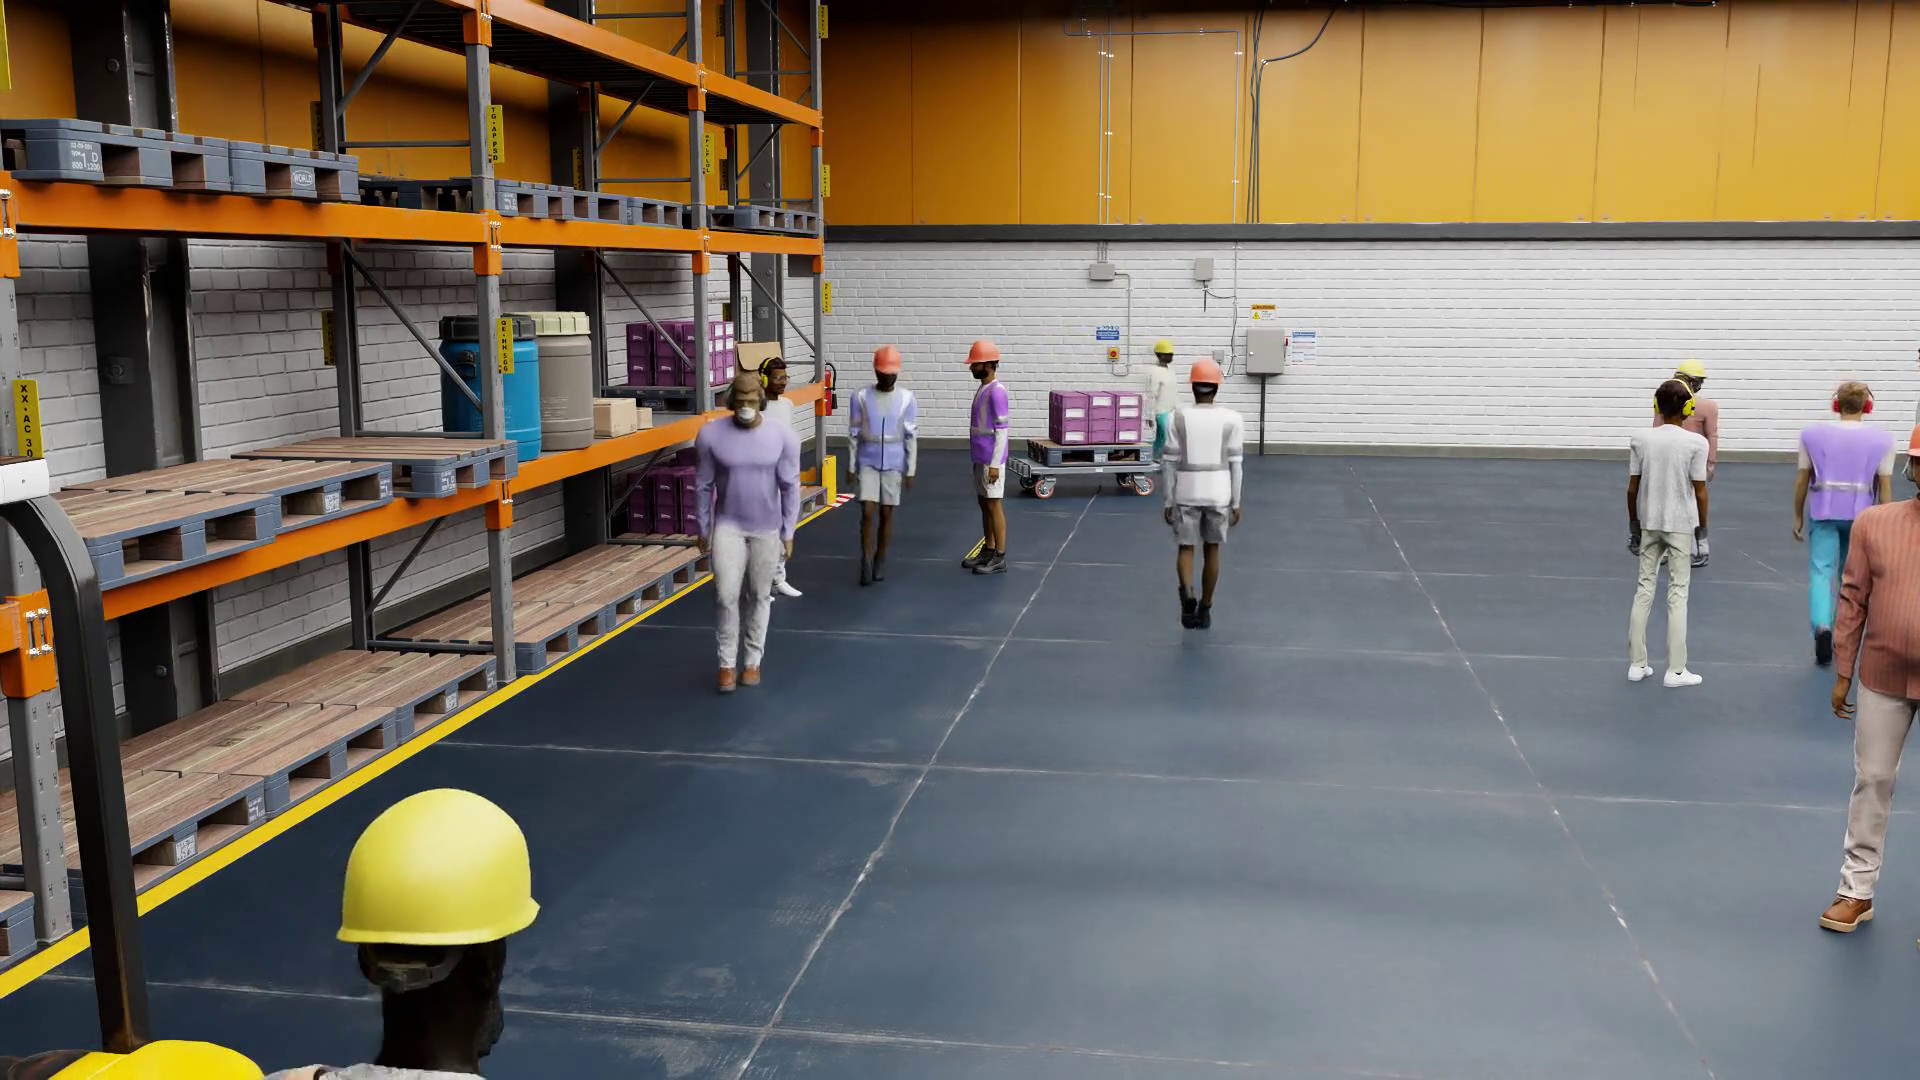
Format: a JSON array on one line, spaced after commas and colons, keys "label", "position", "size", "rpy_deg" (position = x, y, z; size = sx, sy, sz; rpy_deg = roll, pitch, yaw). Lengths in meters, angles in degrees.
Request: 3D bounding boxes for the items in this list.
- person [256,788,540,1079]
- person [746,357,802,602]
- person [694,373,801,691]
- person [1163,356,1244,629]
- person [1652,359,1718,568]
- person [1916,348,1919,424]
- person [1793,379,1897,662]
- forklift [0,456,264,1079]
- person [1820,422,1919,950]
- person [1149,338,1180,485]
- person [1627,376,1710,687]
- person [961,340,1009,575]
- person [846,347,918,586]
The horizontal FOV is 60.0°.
[{"label": "person", "position": [-0.668, 1.255, 2.023], "size": [0.586, 1.887, 0.925], "rpy_deg": [2, 9, 11]}, {"label": "person", "position": [-1.431, -0.459, 12.654], "size": [0.318, 1.860, 0.512], "rpy_deg": [7, 12, 39]}, {"label": "person", "position": [-1.258, -0.039, 9.887], "size": [0.633, 1.907, 0.670], "rpy_deg": [-1, 9, -8]}, {"label": "person", "position": [1.672, -0.299, 11.475], "size": [0.550, 1.920, 0.671], "rpy_deg": [1, 9, 7]}, {"label": "person", "position": [6.132, -0.649, 14.100], "size": [0.526, 1.765, 0.329], "rpy_deg": [7, 12, 38]}, {"label": "person", "position": [8.613, -0.813, 14.810], "size": [0.332, 1.865, 0.520], "rpy_deg": [7, 12, 37]}, {"label": "person", "position": [5.701, -0.129, 10.761], "size": [0.563, 1.819, 0.839], "rpy_deg": [4, 10, 24]}, {"label": "forklift", "position": [-2.328, 0.975, 2.765], "size": [2.313, 2.155, 1.214], "rpy_deg": [1, 9, 9]}, {"label": "person", "position": [3.564, 0.520, 6.175], "size": [0.612, 1.997, 0.375], "rpy_deg": [8, 12, 41]}, {"label": "person", "position": [2.337, -1.504, 19.485], "size": [0.828, 1.732, 0.522], "rpy_deg": [5, 11, 31]}, {"label": "person", "position": [4.291, -0.042, 10.068], "size": [0.328, 1.862, 0.510], "rpy_deg": [-8, 12, -41]}, {"label": "person", "position": [0.209, -0.683, 13.784], "size": [0.358, 1.934, 0.551], "rpy_deg": [-3, 10, -16]}, {"label": "person", "position": [-0.610, -0.576, 13.223], "size": [0.570, 1.899, 0.788], "rpy_deg": [-1, 9, -9]}]
